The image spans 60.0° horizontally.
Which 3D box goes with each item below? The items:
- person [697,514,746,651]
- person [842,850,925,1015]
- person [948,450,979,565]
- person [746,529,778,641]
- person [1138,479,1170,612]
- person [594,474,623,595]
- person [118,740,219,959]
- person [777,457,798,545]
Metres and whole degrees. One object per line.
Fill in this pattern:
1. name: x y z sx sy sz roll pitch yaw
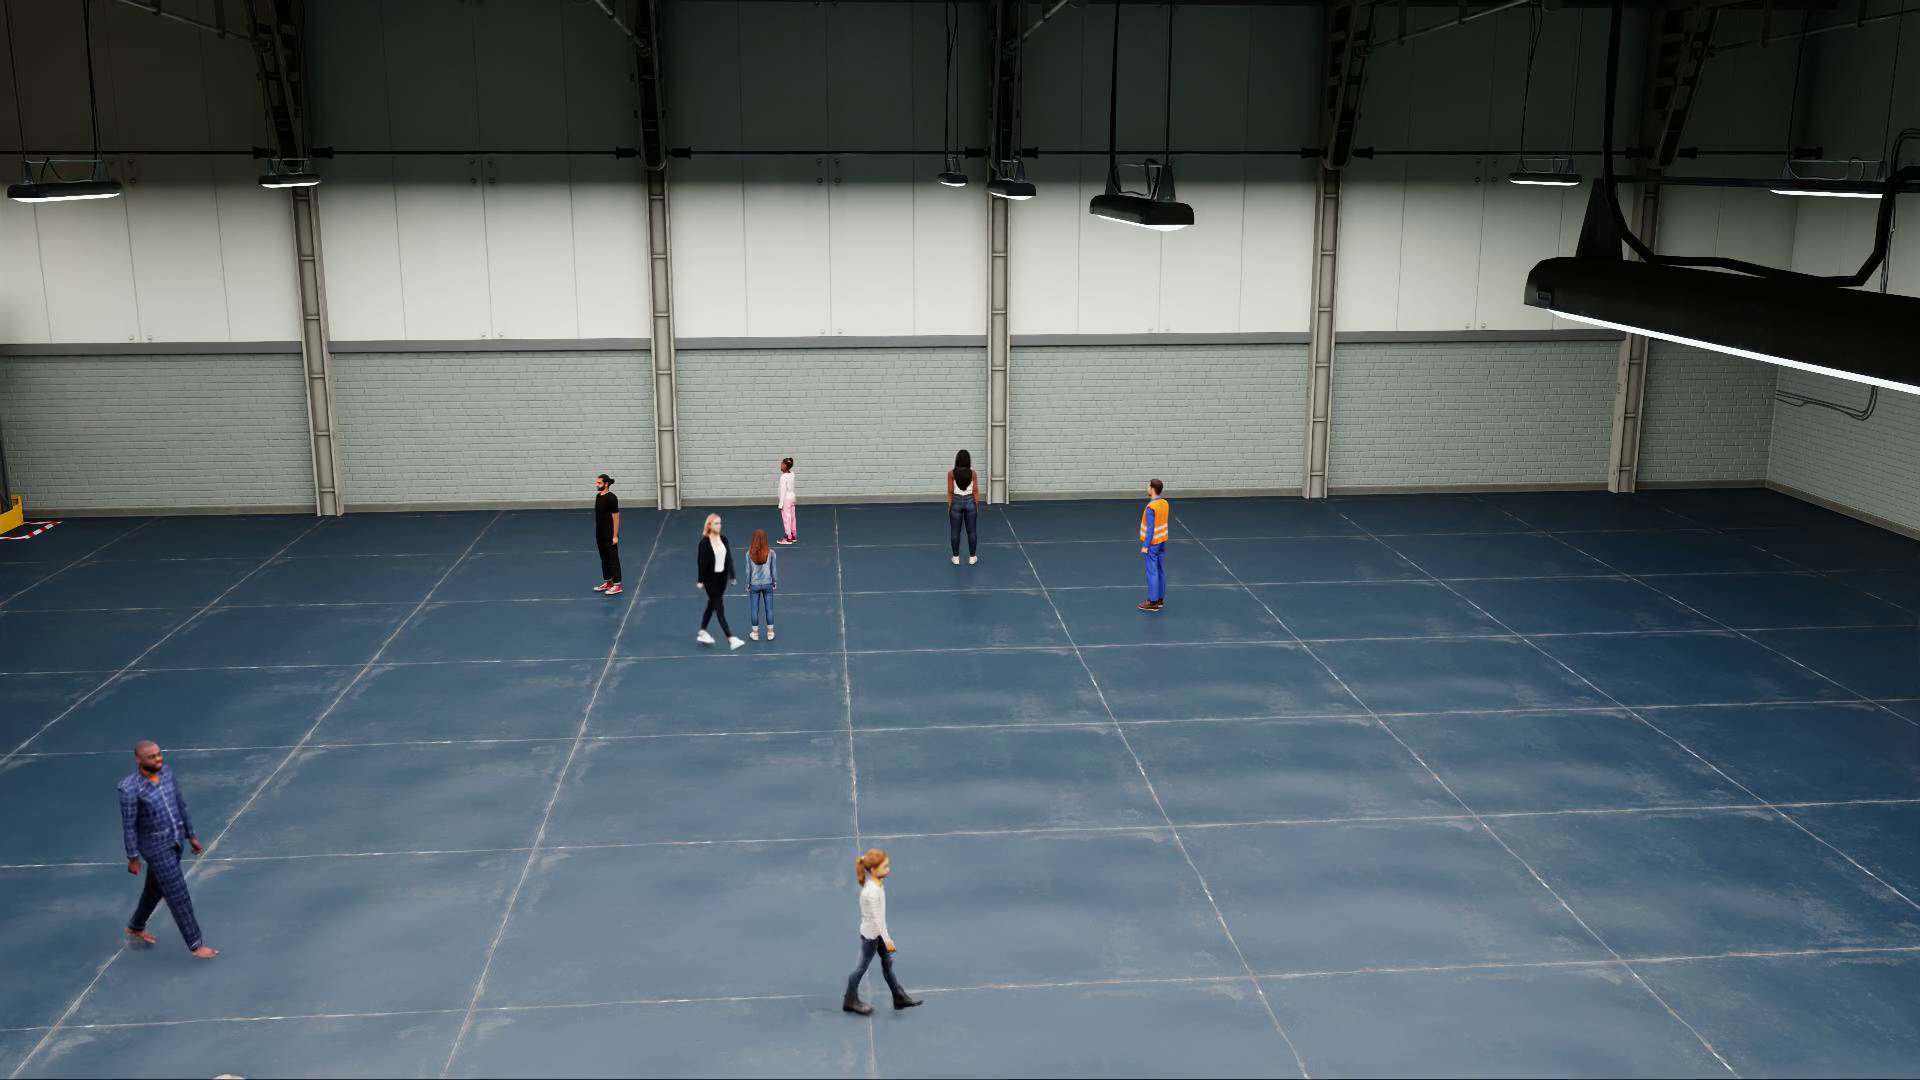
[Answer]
1. person: -3.232 0.552 21.496 1.197 1.748 1.119 10 16 37
2. person: -0.716 2.914 12.299 0.873 1.295 0.611 3 13 11
3. person: 0.054 -0.518 25.991 0.562 1.804 0.716 0 13 1
4. person: -2.623 0.588 21.949 0.422 1.474 0.617 -2 13 -7
5. person: 2.733 0.050 23.404 0.816 1.864 0.793 8 15 30
6. person: -5.143 -0.097 24.276 0.704 1.757 0.746 12 18 43
7. person: -6.430 2.447 13.249 1.256 1.776 0.956 4 14 16
8. person: -2.838 -0.666 27.430 0.635 1.443 0.619 5 14 22
